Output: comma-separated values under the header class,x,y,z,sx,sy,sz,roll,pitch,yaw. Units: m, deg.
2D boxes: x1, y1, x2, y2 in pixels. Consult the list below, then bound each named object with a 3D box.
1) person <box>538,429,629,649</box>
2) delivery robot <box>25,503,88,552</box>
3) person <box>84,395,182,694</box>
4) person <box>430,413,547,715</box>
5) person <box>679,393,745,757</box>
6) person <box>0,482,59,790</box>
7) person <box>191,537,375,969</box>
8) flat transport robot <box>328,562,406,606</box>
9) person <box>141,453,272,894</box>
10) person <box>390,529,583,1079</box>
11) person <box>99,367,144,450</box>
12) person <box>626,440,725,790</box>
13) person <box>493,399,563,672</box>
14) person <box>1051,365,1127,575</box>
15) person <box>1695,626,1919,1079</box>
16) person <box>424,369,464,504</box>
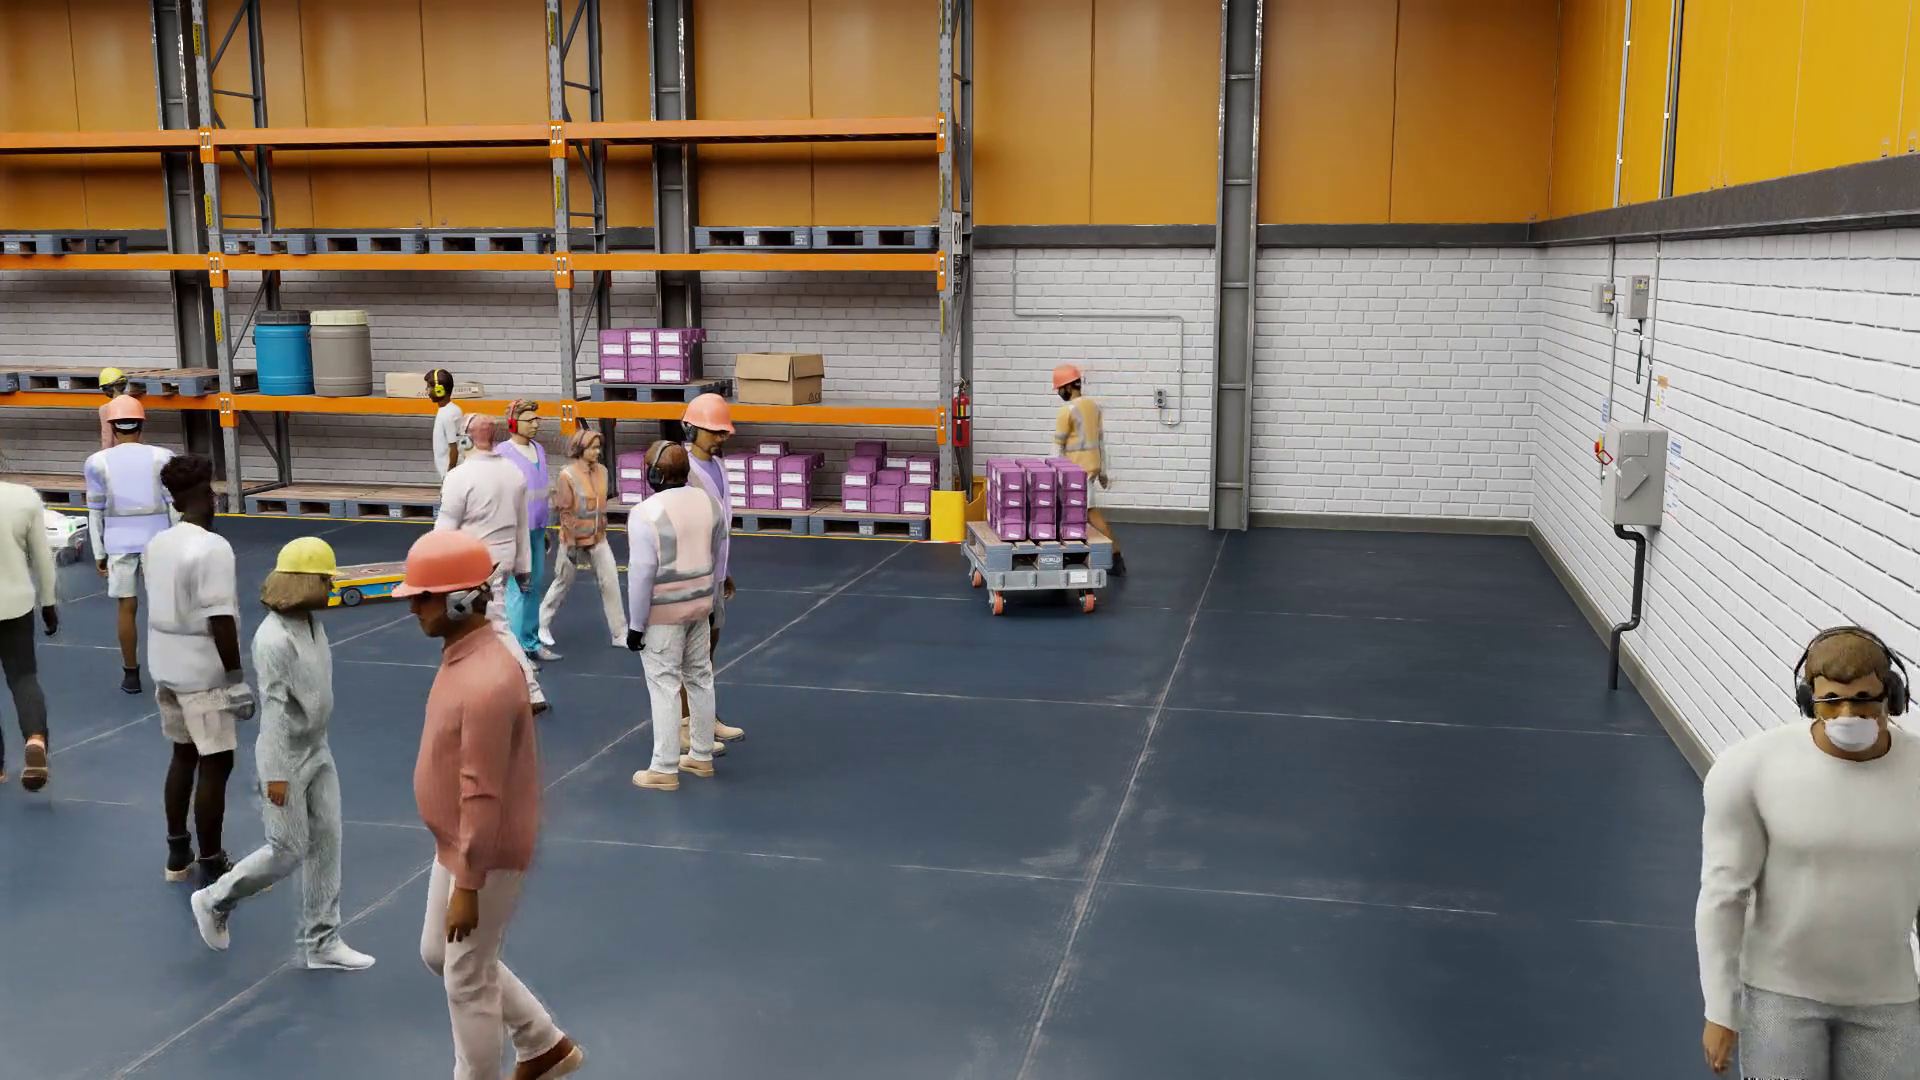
class,x,y,z,sx,sy,sz,roll,pitch,yaw
person,-2.733,-0.011,11.915,0.868,1.587,0.521,5,11,30
delivery robot,-8.374,-0.097,15.195,0.707,0.478,0.477,0,10,-1
person,-5.306,0.026,10.731,0.544,1.919,0.422,-4,10,-24
person,-2.908,0.156,10.147,0.979,1.864,0.642,3,10,19
person,-1.430,0.189,9.401,0.393,2.036,0.605,3,10,16
person,-5.016,0.356,8.642,0.648,1.963,0.798,-8,12,-39
person,-2.656,0.841,6.469,0.637,1.713,0.512,1,10,4
flat transport robot,-4.776,0.337,13.744,1.431,0.197,0.652,-6,11,-32
person,-3.358,0.593,7.341,0.692,1.932,0.376,8,12,40
person,-1.494,0.943,5.091,0.551,1.985,0.626,-4,11,-25
person,-8.002,-0.766,15.880,0.322,1.761,0.522,2,10,13
person,-1.525,0.391,8.773,0.429,1.847,0.625,7,12,35
person,-2.976,-0.038,11.311,0.380,1.841,0.570,2,10,13
person,1.098,-0.614,14.734,0.971,1.869,0.556,6,11,32
person,2.151,1.144,4.115,0.641,1.908,0.448,1,10,8
person,-4.331,-0.512,14.065,0.327,1.865,0.519,-3,10,-15
